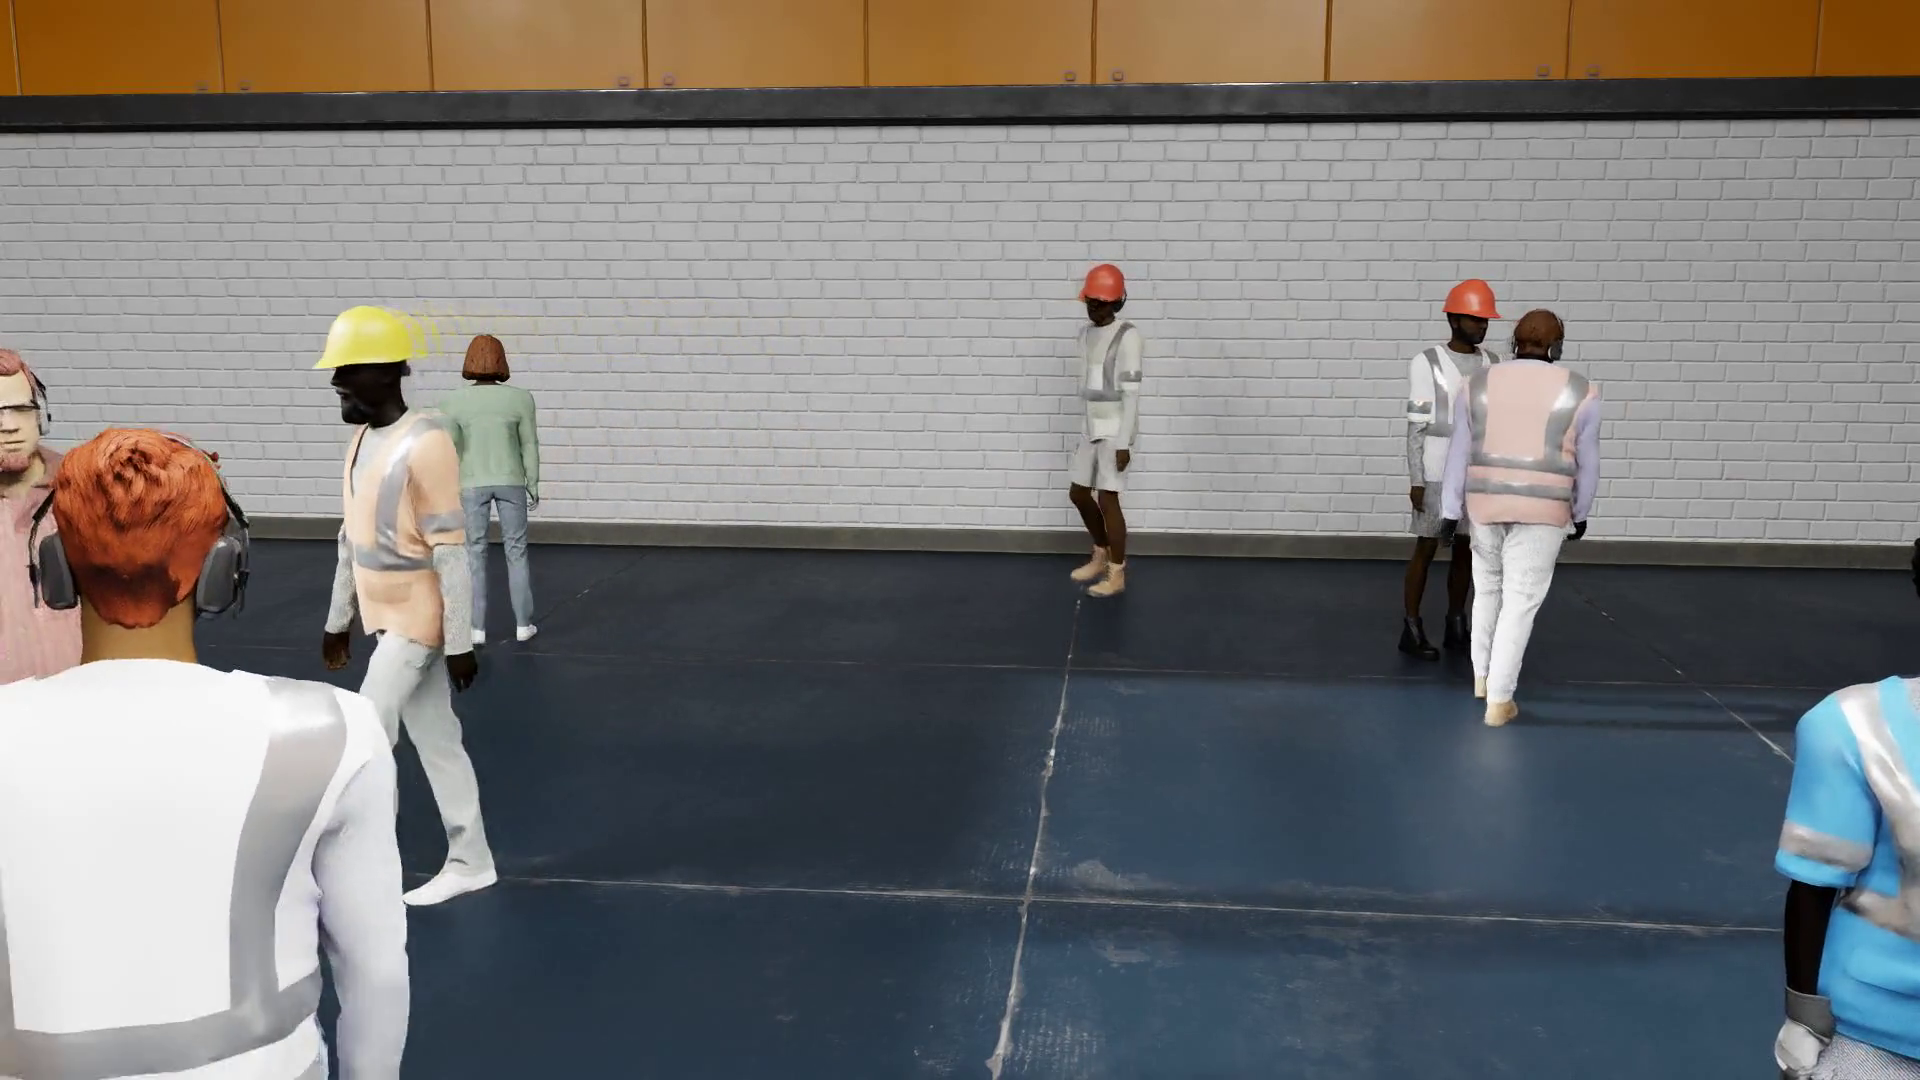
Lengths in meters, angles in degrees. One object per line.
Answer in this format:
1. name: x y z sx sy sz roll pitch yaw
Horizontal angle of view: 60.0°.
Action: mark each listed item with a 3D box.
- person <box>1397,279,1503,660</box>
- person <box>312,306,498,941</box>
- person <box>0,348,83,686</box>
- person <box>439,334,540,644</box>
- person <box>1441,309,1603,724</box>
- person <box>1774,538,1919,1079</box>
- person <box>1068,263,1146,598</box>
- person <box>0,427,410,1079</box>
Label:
1. person: 2.508 -0.341 8.402 0.544 1.931 0.389 -3 10 -16
2. person: -1.809 0.249 5.079 0.798 1.893 0.605 -7 12 -36
3. person: -2.234 0.464 3.998 0.992 1.857 0.646 8 13 38
4. person: -2.473 -0.264 8.791 0.500 1.633 0.280 -3 10 -17
5. person: 2.524 -0.115 7.442 0.646 1.809 0.804 7 12 33
6. person: 1.567 0.775 2.659 0.540 1.695 0.317 1 10 3
7. person: 0.875 -0.646 9.936 0.527 2.000 0.674 -6 11 -29
8. person: -1.000 0.785 2.115 0.587 1.863 0.624 -3 10 -15
